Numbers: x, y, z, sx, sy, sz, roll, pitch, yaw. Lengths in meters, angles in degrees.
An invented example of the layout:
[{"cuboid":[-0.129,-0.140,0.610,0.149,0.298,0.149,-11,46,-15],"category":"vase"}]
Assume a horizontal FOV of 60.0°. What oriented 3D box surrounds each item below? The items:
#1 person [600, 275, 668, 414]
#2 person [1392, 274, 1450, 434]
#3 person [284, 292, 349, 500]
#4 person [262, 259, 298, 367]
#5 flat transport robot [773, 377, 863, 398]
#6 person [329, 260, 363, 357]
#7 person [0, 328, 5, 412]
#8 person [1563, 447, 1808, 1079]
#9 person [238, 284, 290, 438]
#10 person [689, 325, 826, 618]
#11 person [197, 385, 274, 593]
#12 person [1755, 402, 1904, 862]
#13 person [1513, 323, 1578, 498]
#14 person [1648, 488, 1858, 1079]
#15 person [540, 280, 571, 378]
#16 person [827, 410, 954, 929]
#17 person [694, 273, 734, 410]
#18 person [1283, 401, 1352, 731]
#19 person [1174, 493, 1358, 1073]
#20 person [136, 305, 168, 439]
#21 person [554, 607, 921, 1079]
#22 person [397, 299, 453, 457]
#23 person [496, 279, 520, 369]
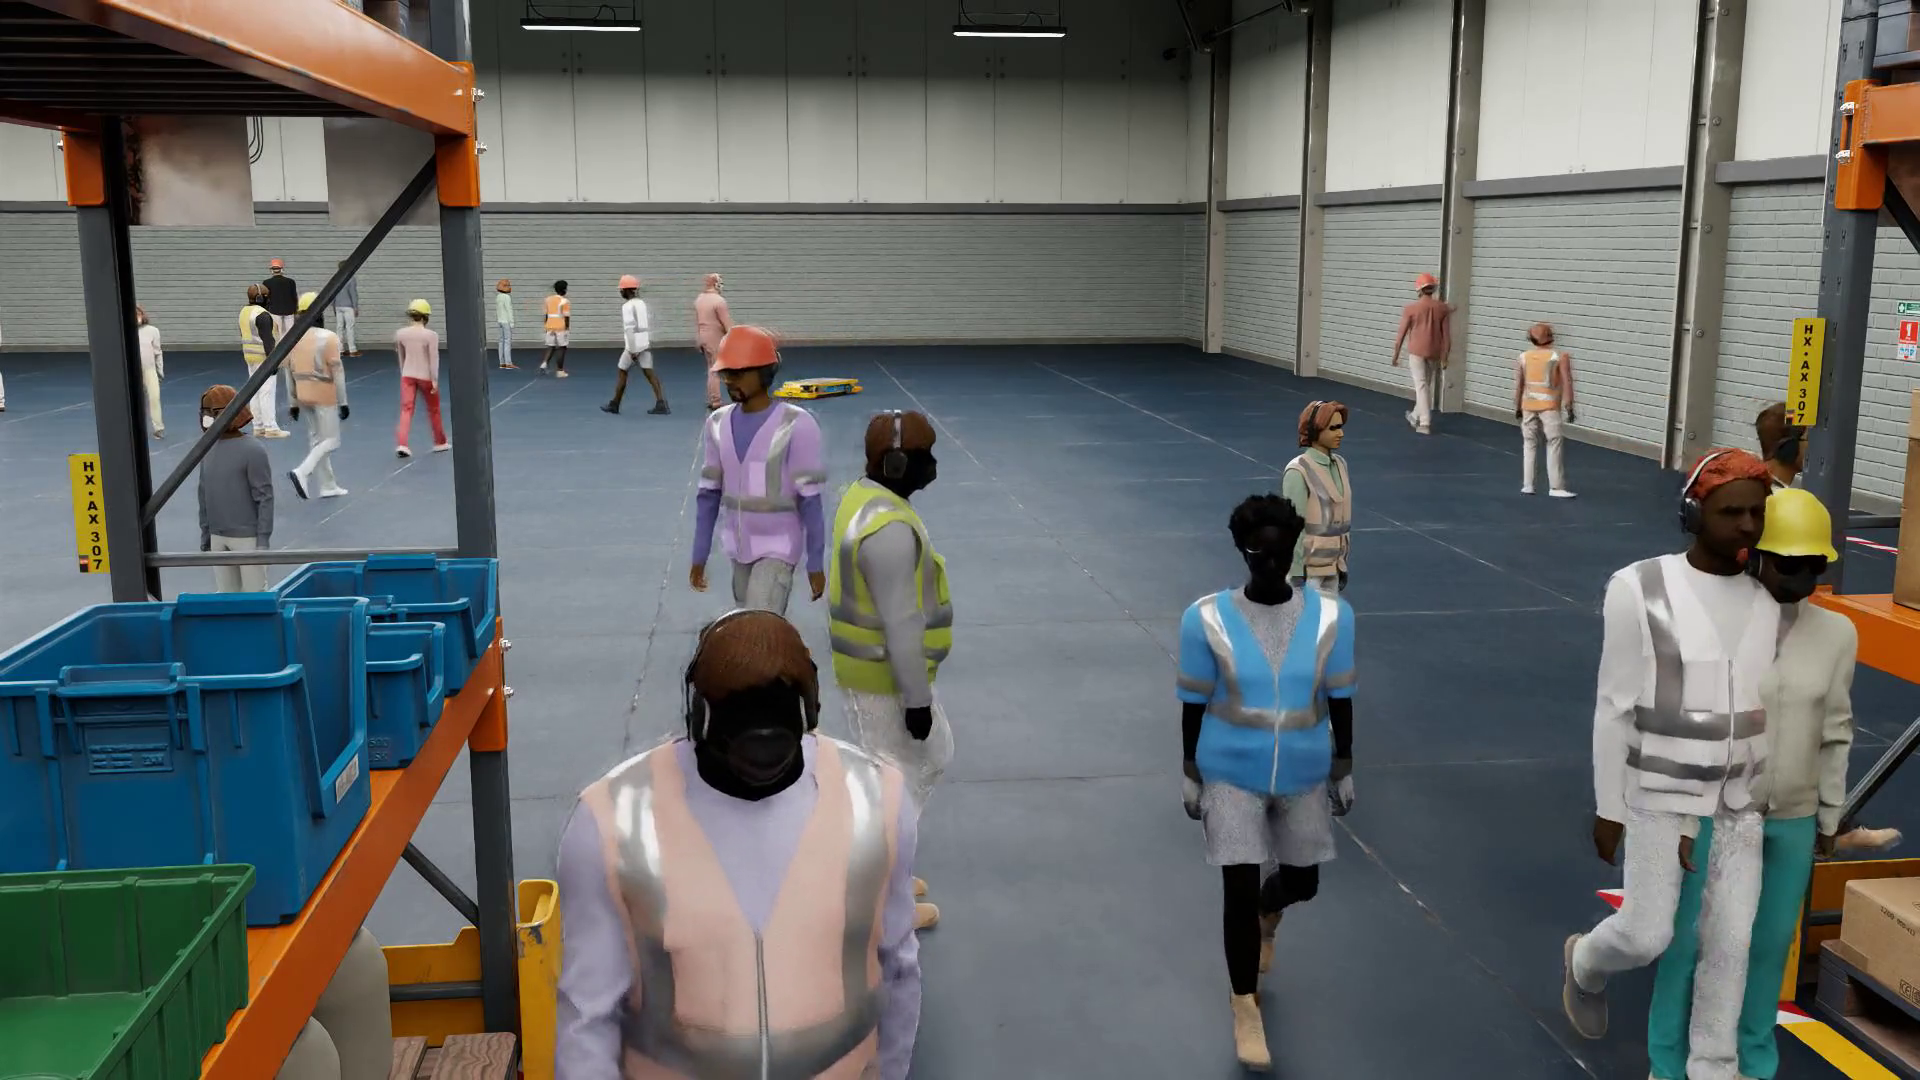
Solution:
[{"cuboid":[-4.419,-2.636,22.574,0.984,1.889,0.553,4,11,22],"category":"person"},{"cuboid":[5.705,-2.324,20.679,0.631,1.938,1.014,-2,11,-11],"category":"person"},{"cuboid":[-5.891,-1.298,15.147,0.597,1.911,0.709,4,11,22],"category":"person"},{"cuboid":[-12.614,-4.210,30.893,0.612,1.990,0.392,-7,13,-35],"category":"person"},{"cuboid":[-2.147,-2.322,25.255,0.652,0.197,1.431,6,12,31],"category":"flat transport robot"},{"cuboid":[-12.367,-4.650,33.445,0.629,1.940,0.376,4,11,19],"category":"person"},{"cuboid":[-13.403,-2.673,22.703,0.401,1.904,0.650,3,11,17],"category":"person"},{"cuboid":[1.954,0.667,4.501,0.585,1.867,0.716,-1,10,-6],"category":"person"},{"cuboid":[-8.371,-2.147,19.988,0.627,1.844,0.429,9,14,42],"category":"person"},{"cuboid":[-0.974,0.069,7.364,0.630,2.011,0.839,7,13,35],"category":"person"},{"cuboid":[-3.854,-0.010,8.844,0.509,1.631,0.265,5,12,28],"category":"person"},{"cuboid":[3.095,0.369,6.346,0.981,1.795,0.514,5,11,25],"category":"person"},{"cuboid":[5.471,-1.200,15.452,0.321,1.601,0.715,-9,13,-40],"category":"person"},{"cuboid":[2.119,0.732,4.440,0.521,1.764,0.331,-1,10,-4],"category":"person"},{"cuboid":[-6.895,-3.596,28.383,0.554,1.671,0.494,5,12,27],"category":"person"},{"cuboid":[-0.218,0.458,5.751,0.464,1.823,0.650,-1,10,-7],"category":"person"},{"cuboid":[-3.380,-2.747,23.124,0.452,1.900,0.666,-8,13,-36],"category":"person"},{"cuboid":[1.696,0.150,7.950,0.306,1.640,0.522,8,13,37],"category":"person"},{"cuboid":[0.898,0.670,4.991,0.538,1.673,0.651,0,10,-2],"category":"person"},{"cuboid":[-9.688,-1.972,19.700,0.528,1.596,0.808,-8,13,-36],"category":"person"},{"cuboid":[-0.345,1.013,2.795,0.636,1.794,0.955,-2,11,-12],"category":"person"},{"cuboid":[-5.975,-1.789,18.353,0.531,1.724,0.893,2,10,10],"category":"person"},{"cuboid":[-8.312,-3.953,30.463,0.283,1.633,0.500,-9,14,-41],"category":"person"}]
